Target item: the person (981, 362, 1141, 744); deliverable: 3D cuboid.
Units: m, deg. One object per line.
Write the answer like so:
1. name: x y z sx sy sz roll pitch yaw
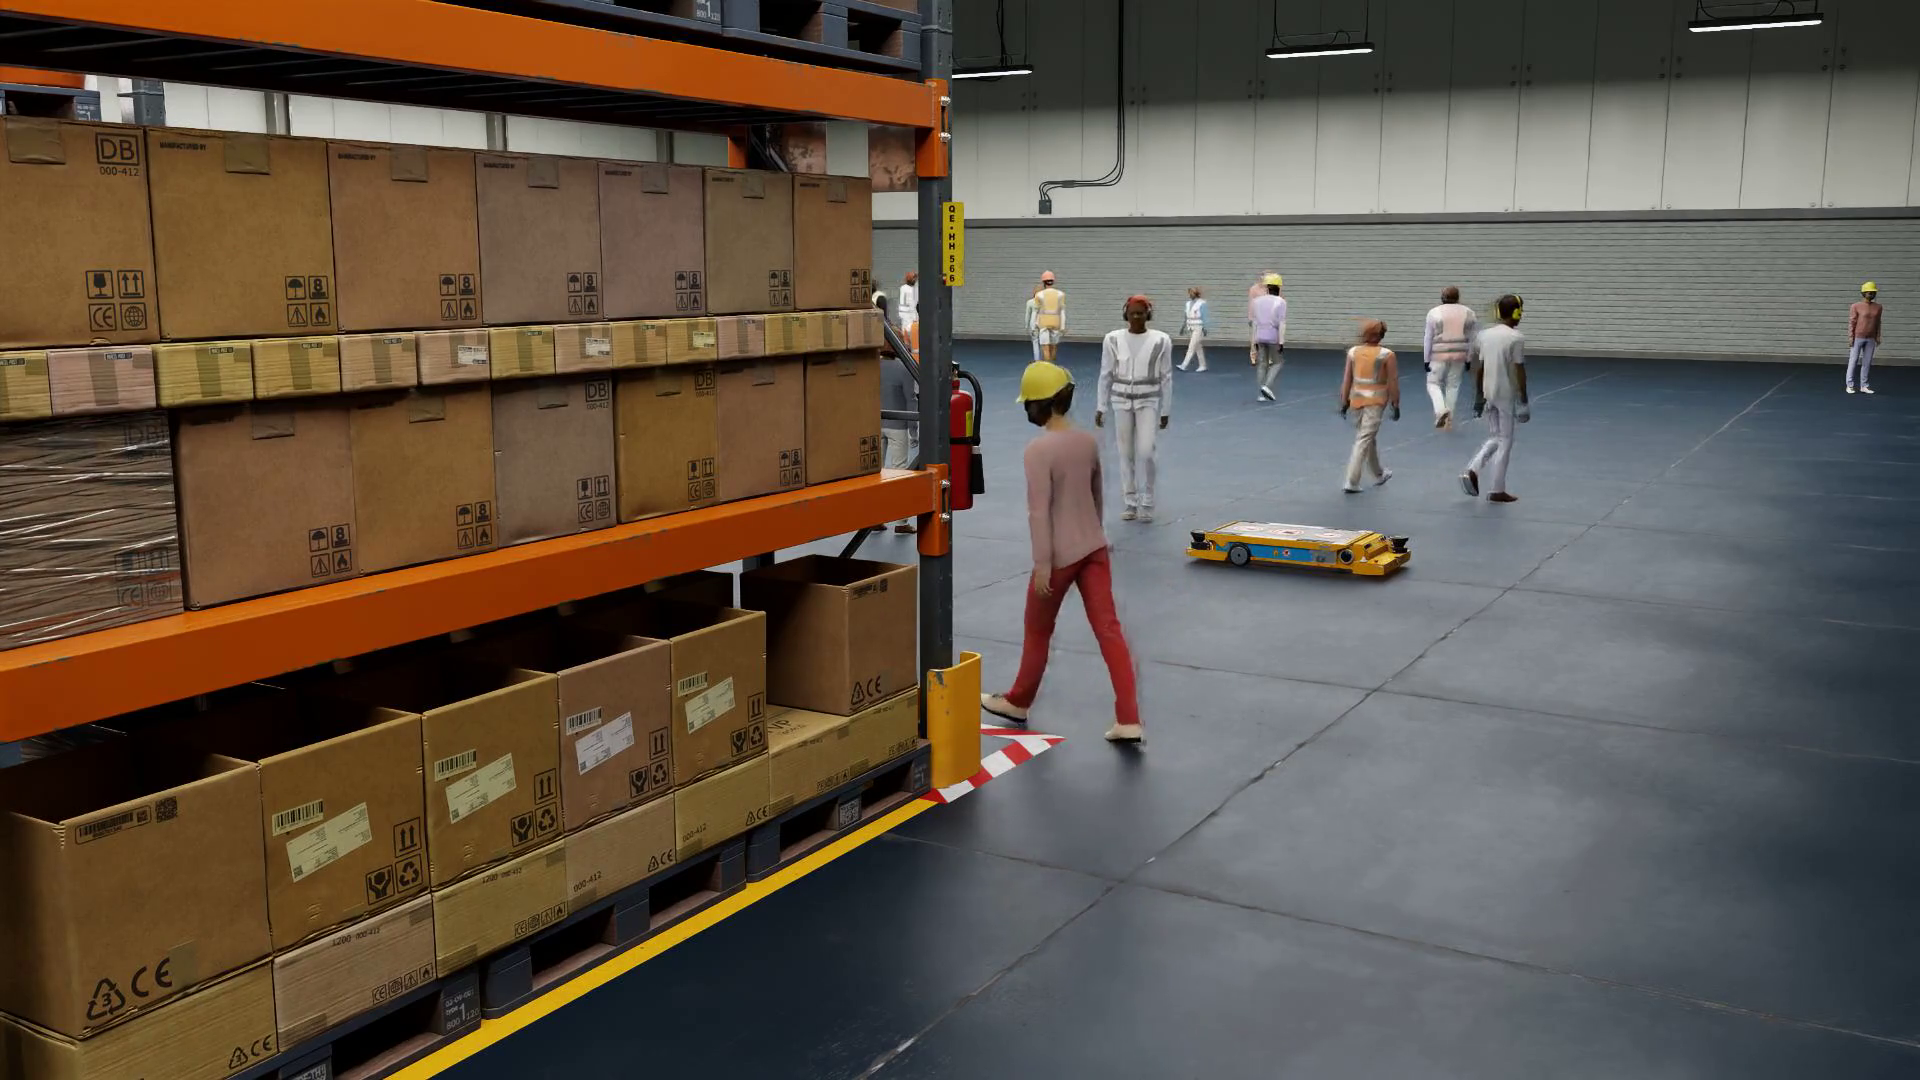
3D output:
1. person: 0.483 0.056 7.477 0.919 1.700 0.629 9 13 43

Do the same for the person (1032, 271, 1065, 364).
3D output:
1. person: 1.550 -3.795 29.470 0.566 1.899 0.819 -2 10 -11

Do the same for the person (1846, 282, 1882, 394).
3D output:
1. person: 14.351 -3.203 26.384 0.530 1.772 0.303 -1 10 -4

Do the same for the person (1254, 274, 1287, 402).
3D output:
1. person: 4.641 -3.009 24.842 0.431 1.911 0.599 -10 14 -44

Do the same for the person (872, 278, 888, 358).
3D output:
1. person: -1.616 -3.766 29.618 0.980 1.786 0.661 -7 12 -36

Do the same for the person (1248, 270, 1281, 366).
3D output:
1. person: 6.065 -4.414 33.104 0.650 1.904 0.398 0 10 -2

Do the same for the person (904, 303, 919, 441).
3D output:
1. person: -0.408 -1.988 19.483 0.540 1.695 0.317 6 11 30

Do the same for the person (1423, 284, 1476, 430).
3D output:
1. person: 6.083 -2.262 20.709 0.637 1.825 0.518 0 10 -1

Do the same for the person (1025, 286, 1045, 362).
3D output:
1. person: 1.559 -4.226 32.902 0.509 1.588 0.854 0 10 -1

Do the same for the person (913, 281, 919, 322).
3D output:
1. person: -0.850 -5.522 39.624 0.649 1.893 0.517 8 12 38

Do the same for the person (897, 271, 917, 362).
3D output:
1. person: -1.102 -4.565 34.114 0.511 1.865 0.690 -4 10 -21

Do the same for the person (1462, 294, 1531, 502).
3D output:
1. person: 4.757 -1.235 14.637 0.447 1.848 0.506 -4 10 -22

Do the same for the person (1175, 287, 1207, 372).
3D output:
1. person: 4.341 -3.936 31.171 0.860 1.587 0.545 -6 11 -30

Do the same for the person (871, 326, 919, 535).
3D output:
1. person: -0.546 -0.853 13.021 0.507 1.632 0.264 6 11 30

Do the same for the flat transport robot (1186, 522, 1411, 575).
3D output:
1. flat transport robot: 2.392 0.041 11.772 1.431 0.197 0.652 6 11 30

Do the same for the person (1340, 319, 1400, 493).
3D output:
1. person: 3.831 -1.248 15.429 0.876 1.588 0.538 -9 13 -41

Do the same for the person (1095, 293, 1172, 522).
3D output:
1. person: 1.408 -1.069 13.609 0.587 1.868 0.584 3 10 17
